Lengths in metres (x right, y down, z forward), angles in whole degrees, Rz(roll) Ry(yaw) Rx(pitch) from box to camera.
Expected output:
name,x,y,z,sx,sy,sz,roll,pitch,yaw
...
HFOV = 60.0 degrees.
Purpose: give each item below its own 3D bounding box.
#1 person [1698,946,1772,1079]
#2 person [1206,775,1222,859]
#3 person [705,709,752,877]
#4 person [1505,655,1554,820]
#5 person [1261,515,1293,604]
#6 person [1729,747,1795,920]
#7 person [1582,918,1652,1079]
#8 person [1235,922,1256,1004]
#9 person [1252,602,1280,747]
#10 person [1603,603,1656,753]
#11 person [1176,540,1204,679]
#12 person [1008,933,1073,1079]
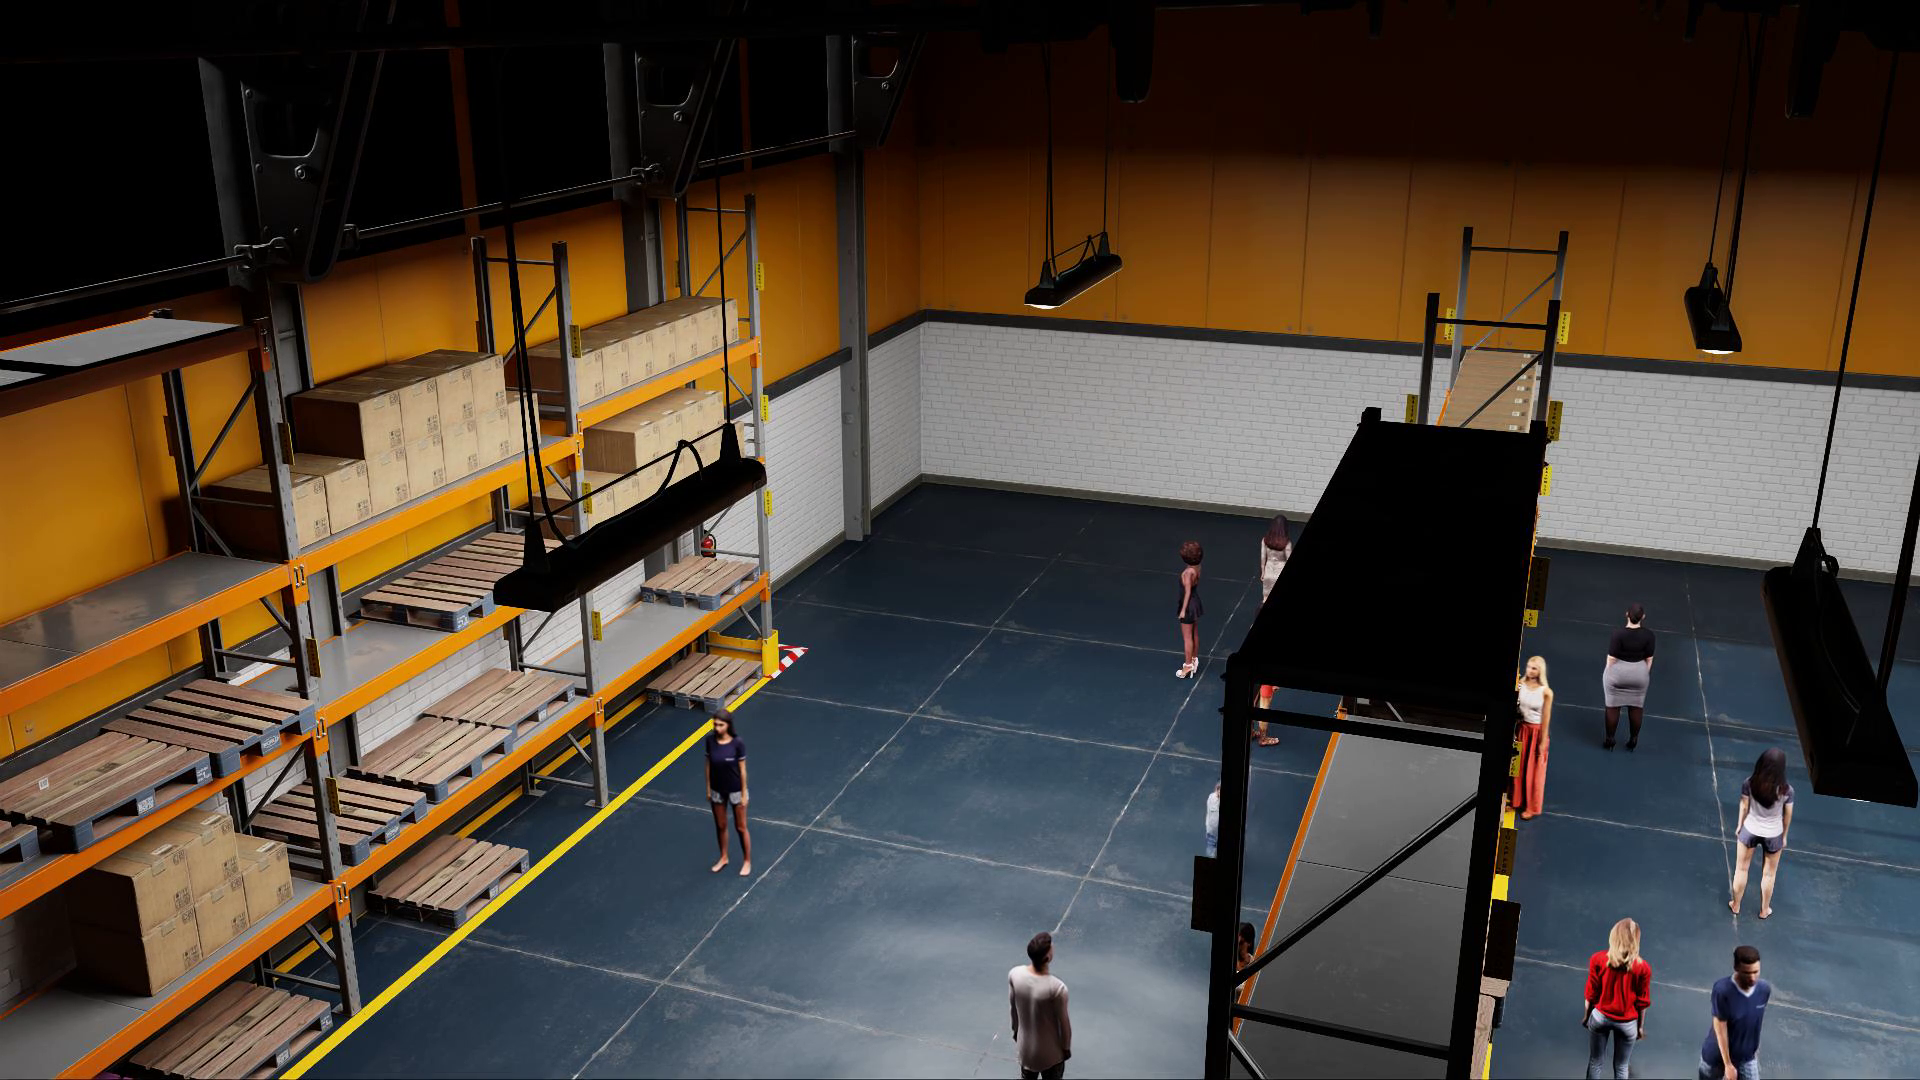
name,x,y,z,sx,sy,sz,roll,pitch,yaw
person,5.617,3.748,12.276,0.945,1.789,1.232,-2,19,-7
person,2.534,2.808,15.931,0.536,1.239,0.874,9,21,25
person,-2.251,2.442,16.200,0.590,1.760,0.555,5,19,15
person,5.957,2.036,17.342,0.747,1.800,0.718,-16,24,-39
person,4.178,0.503,21.979,0.632,1.747,0.581,12,22,32
person,7.459,2.712,15.483,0.618,1.706,0.552,9,21,26
person,4.978,3.659,12.676,0.627,1.703,0.516,8,20,21
person,2.118,3.663,12.753,0.570,1.647,0.528,8,20,21
person,3.457,1.521,18.999,0.709,1.719,0.668,-11,22,-30
person,7.557,1.556,18.836,0.730,1.758,0.700,2,19,6
person,2.885,0.859,20.857,0.655,1.789,0.509,9,21,26
person,0.597,3.709,12.311,0.719,1.841,0.648,12,22,31
